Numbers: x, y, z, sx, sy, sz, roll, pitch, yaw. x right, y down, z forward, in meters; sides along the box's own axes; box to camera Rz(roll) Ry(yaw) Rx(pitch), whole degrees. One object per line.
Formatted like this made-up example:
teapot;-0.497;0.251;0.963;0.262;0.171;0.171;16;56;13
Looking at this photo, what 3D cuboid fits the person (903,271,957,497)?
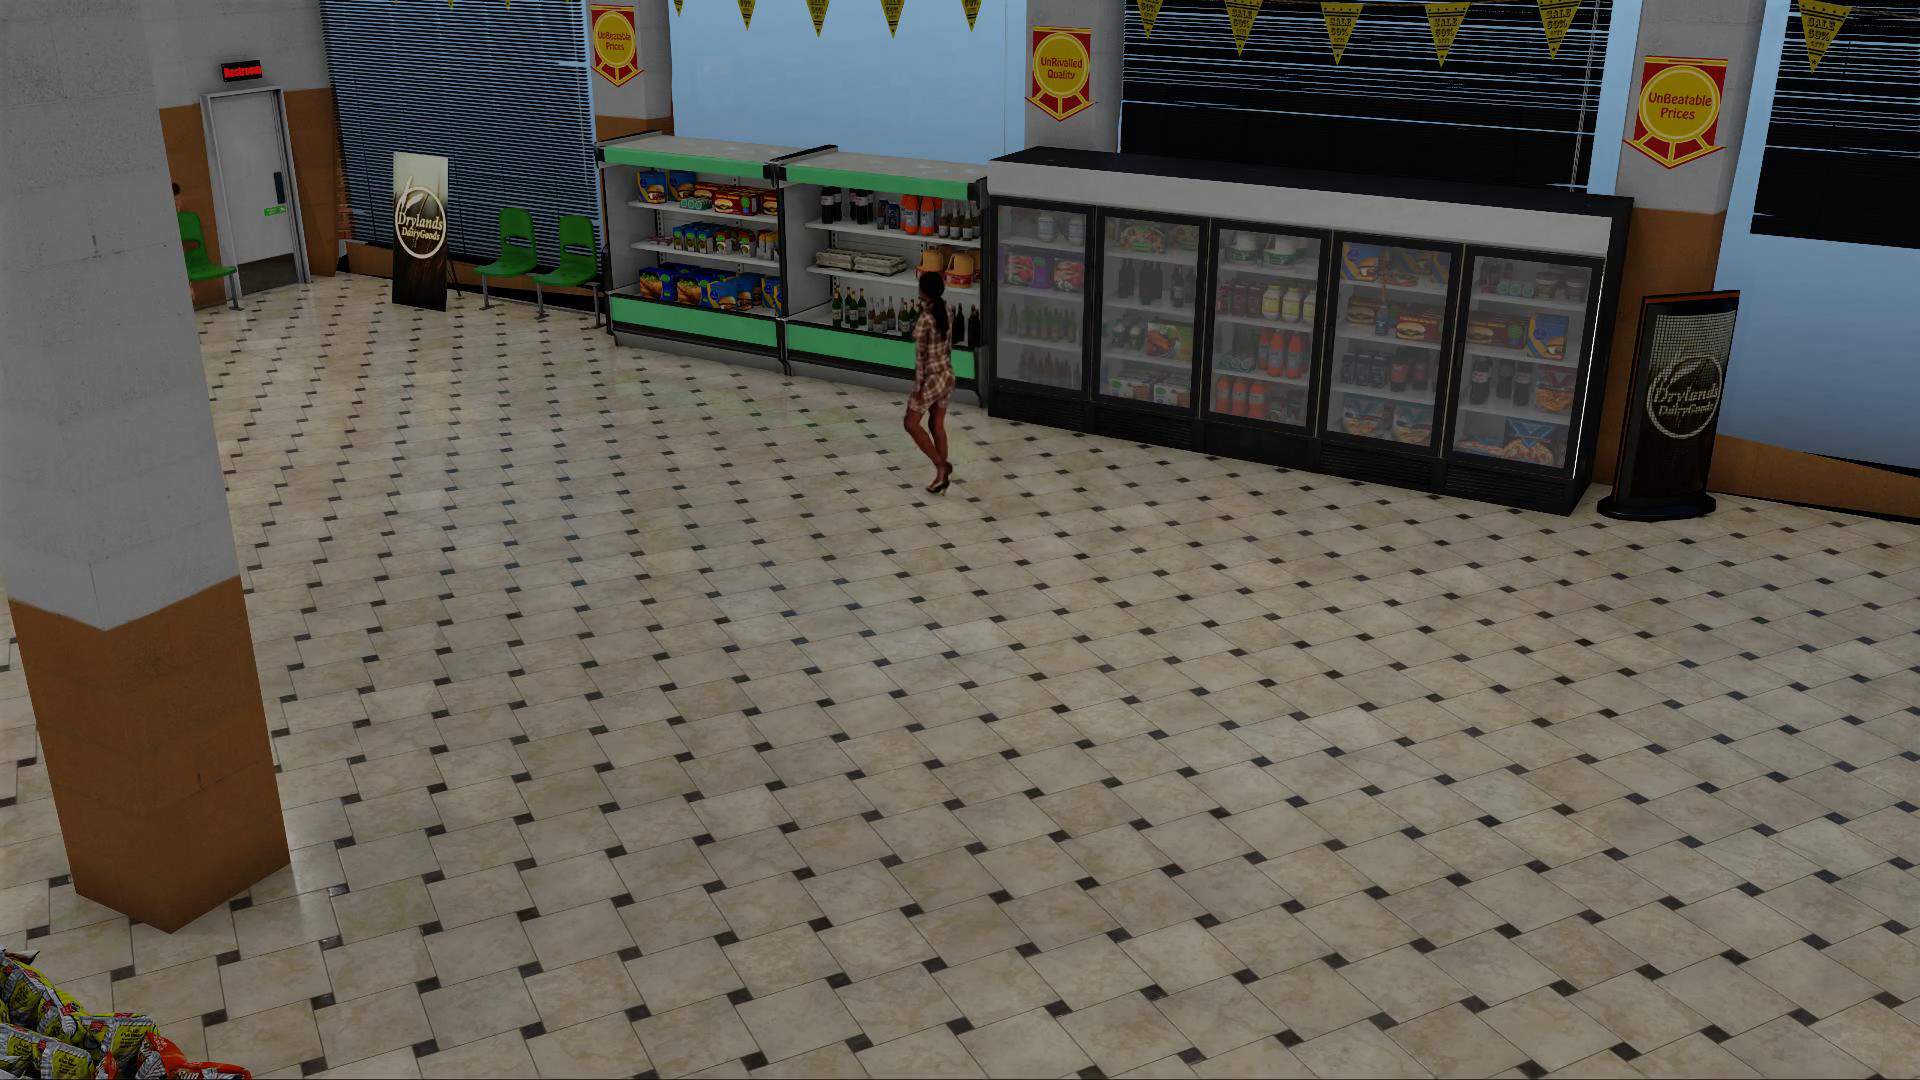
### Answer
person;-0.142;-1.166;12.826;0.676;1.780;0.632;16;27;34
